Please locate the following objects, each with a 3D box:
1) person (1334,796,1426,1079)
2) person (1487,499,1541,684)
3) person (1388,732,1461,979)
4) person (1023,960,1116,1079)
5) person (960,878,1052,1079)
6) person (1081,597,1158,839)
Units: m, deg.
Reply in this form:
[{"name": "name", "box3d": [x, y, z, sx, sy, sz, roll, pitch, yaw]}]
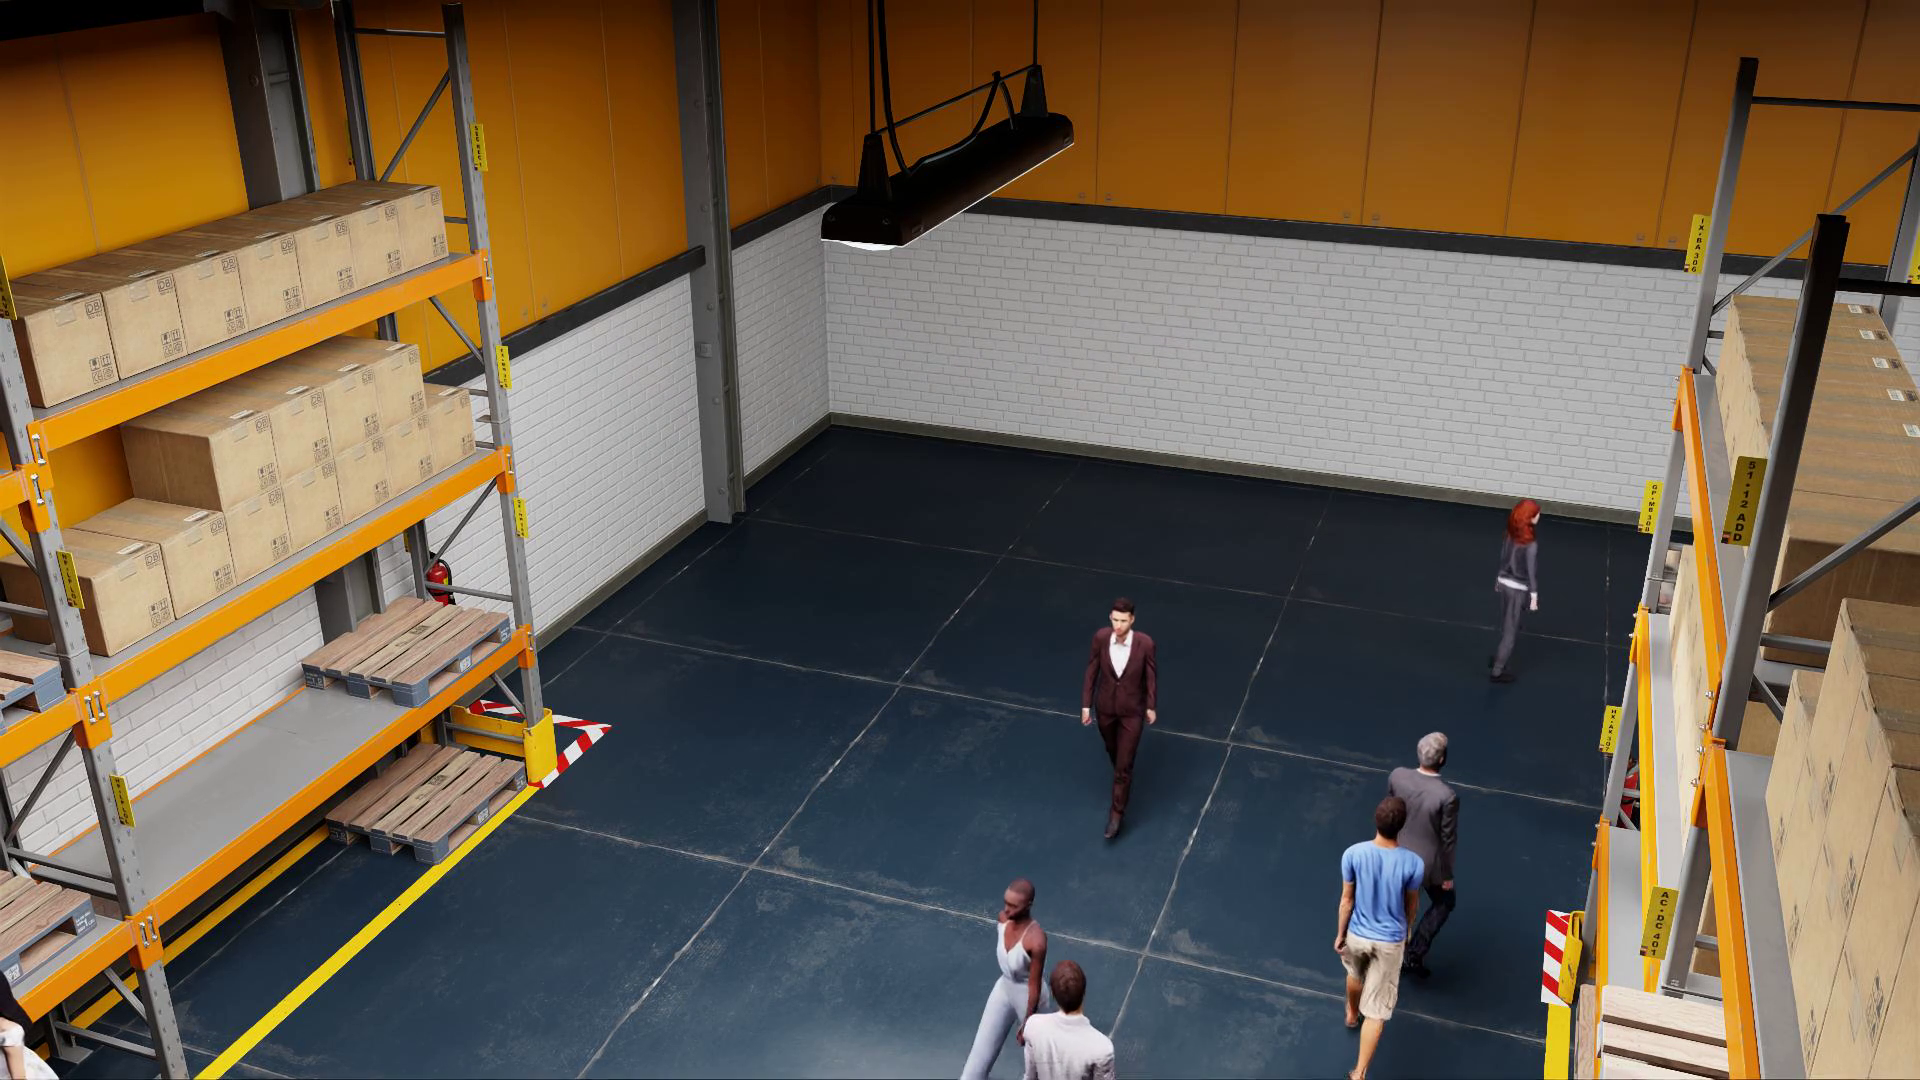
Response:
[{"name": "person", "box3d": [2.499, 2.454, 10.017, 0.684, 1.833, 1.223, 9, 25, 20]}, {"name": "person", "box3d": [4.801, 0.471, 14.640, 0.763, 1.763, 0.674, -6, 24, -13]}, {"name": "person", "box3d": [2.957, 2.098, 10.836, 0.835, 1.830, 0.848, -20, 30, -38]}, {"name": "person", "box3d": [0.529, 3.089, 8.611, 0.860, 1.796, 1.208, 15, 28, 31]}, {"name": "person", "box3d": [0.447, 2.682, 9.623, 1.195, 1.731, 1.027, -15, 28, -30]}, {"name": "person", "box3d": [1.242, 1.258, 12.773, 0.694, 1.818, 1.197, 8, 25, 18]}]
